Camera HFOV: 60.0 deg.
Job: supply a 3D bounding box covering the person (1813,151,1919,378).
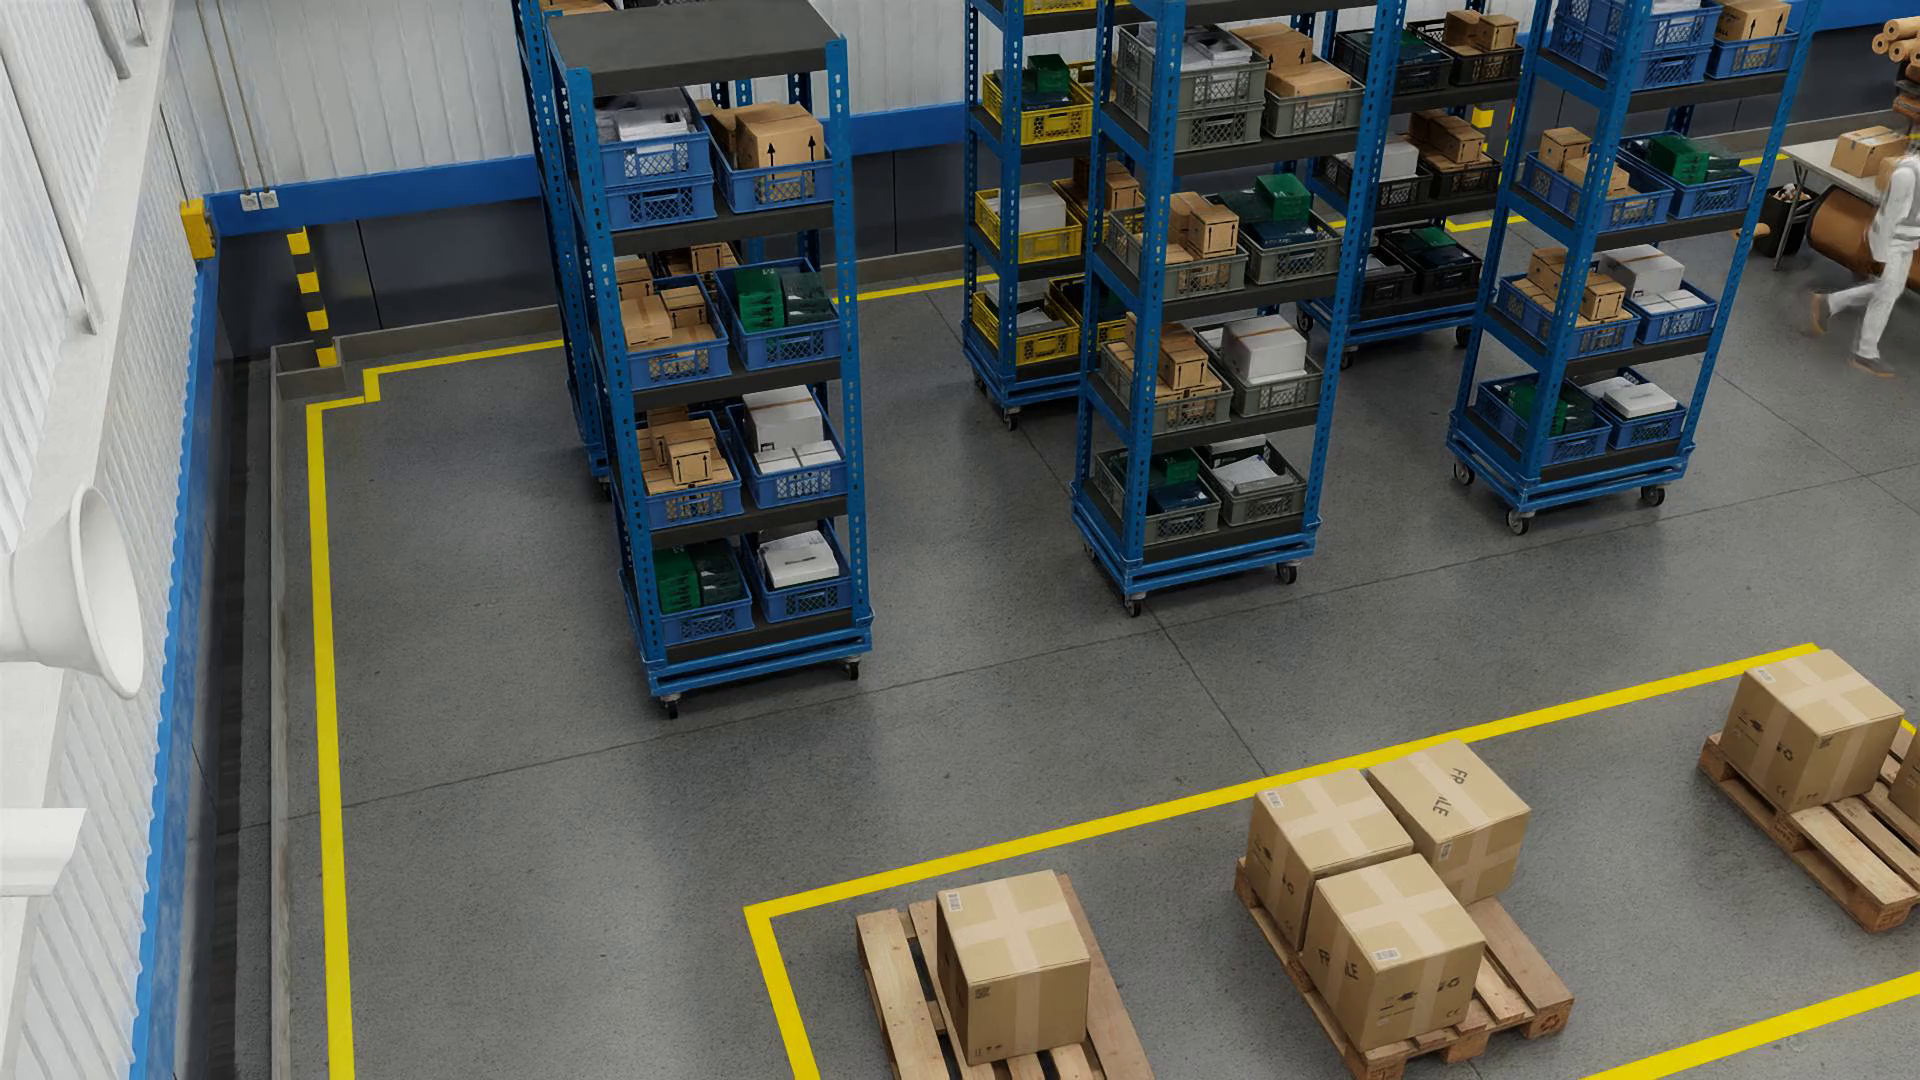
[{"bbox_3d":[6.508,-2.102,11.660,0.595,1.858,0.695,-24,42,-30],"label":"person"}]
